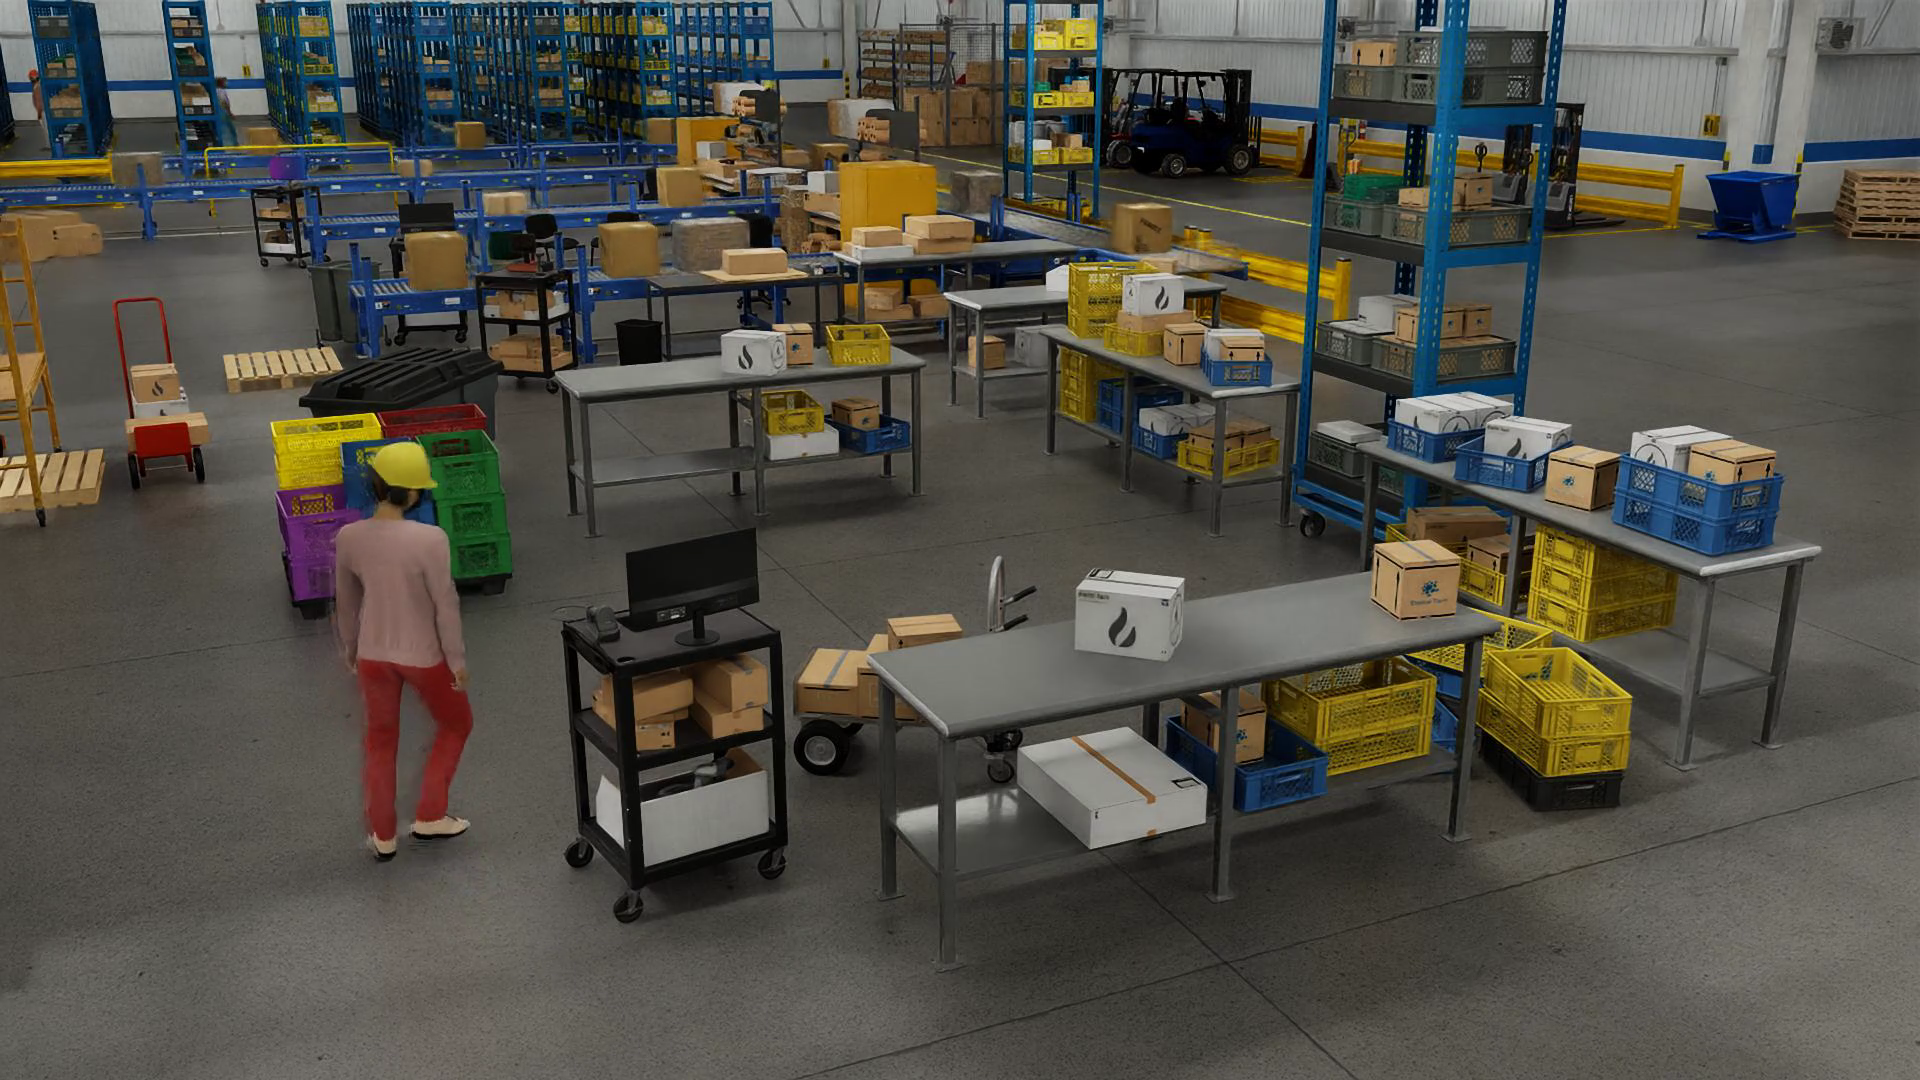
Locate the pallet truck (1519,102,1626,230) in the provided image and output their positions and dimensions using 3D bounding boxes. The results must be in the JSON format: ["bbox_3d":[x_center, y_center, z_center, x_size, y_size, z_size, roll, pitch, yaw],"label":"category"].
[{"bbox_3d":[9.972,-6.037,26.785,1.885,1.965,0.823,-9,20,-25],"label":"pallet truck"}]

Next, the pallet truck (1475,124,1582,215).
[{"bbox_3d":[9.707,-6.455,28.103,1.885,1.965,0.823,-7,19,-20],"label":"pallet truck"}]

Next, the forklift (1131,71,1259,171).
[{"bbox_3d":[4.998,-8.936,35.413,2.680,1.987,1.157,-9,20,-25],"label":"forklift"}]

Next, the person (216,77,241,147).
[{"bbox_3d":[-18.634,-10.756,41.958,0.846,1.817,0.565,-7,19,-21],"label":"person"}]

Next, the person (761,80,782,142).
[{"bbox_3d":[-4.538,-10.146,40.038,0.591,1.817,0.563,11,21,31],"label":"person"}]

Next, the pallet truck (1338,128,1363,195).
[{"bbox_3d":[7.845,-7.140,31.411,1.522,1.261,0.704,-9,20,-25],"label":"pallet truck"}]

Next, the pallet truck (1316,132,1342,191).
[{"bbox_3d":[7.723,-7.504,32.656,1.601,1.201,0.680,-8,19,-23],"label":"pallet truck"}]

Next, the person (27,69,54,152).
[{"bbox_3d":[-22.943,-10.716,41.527,0.386,1.996,0.610,-5,18,-16],"label":"person"}]

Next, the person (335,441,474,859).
[{"bbox_3d":[-2.249,0.454,6.743,0.615,1.745,0.409,4,18,12],"label":"person"}]

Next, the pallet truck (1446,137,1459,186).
[{"bbox_3d":[9.184,-6.485,29.328,1.630,1.274,0.653,-8,19,-23],"label":"pallet truck"}]

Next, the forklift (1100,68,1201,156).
[{"bbox_3d":[4.082,-9.564,37.410,2.680,1.987,1.157,-8,19,-23],"label":"forklift"}]
